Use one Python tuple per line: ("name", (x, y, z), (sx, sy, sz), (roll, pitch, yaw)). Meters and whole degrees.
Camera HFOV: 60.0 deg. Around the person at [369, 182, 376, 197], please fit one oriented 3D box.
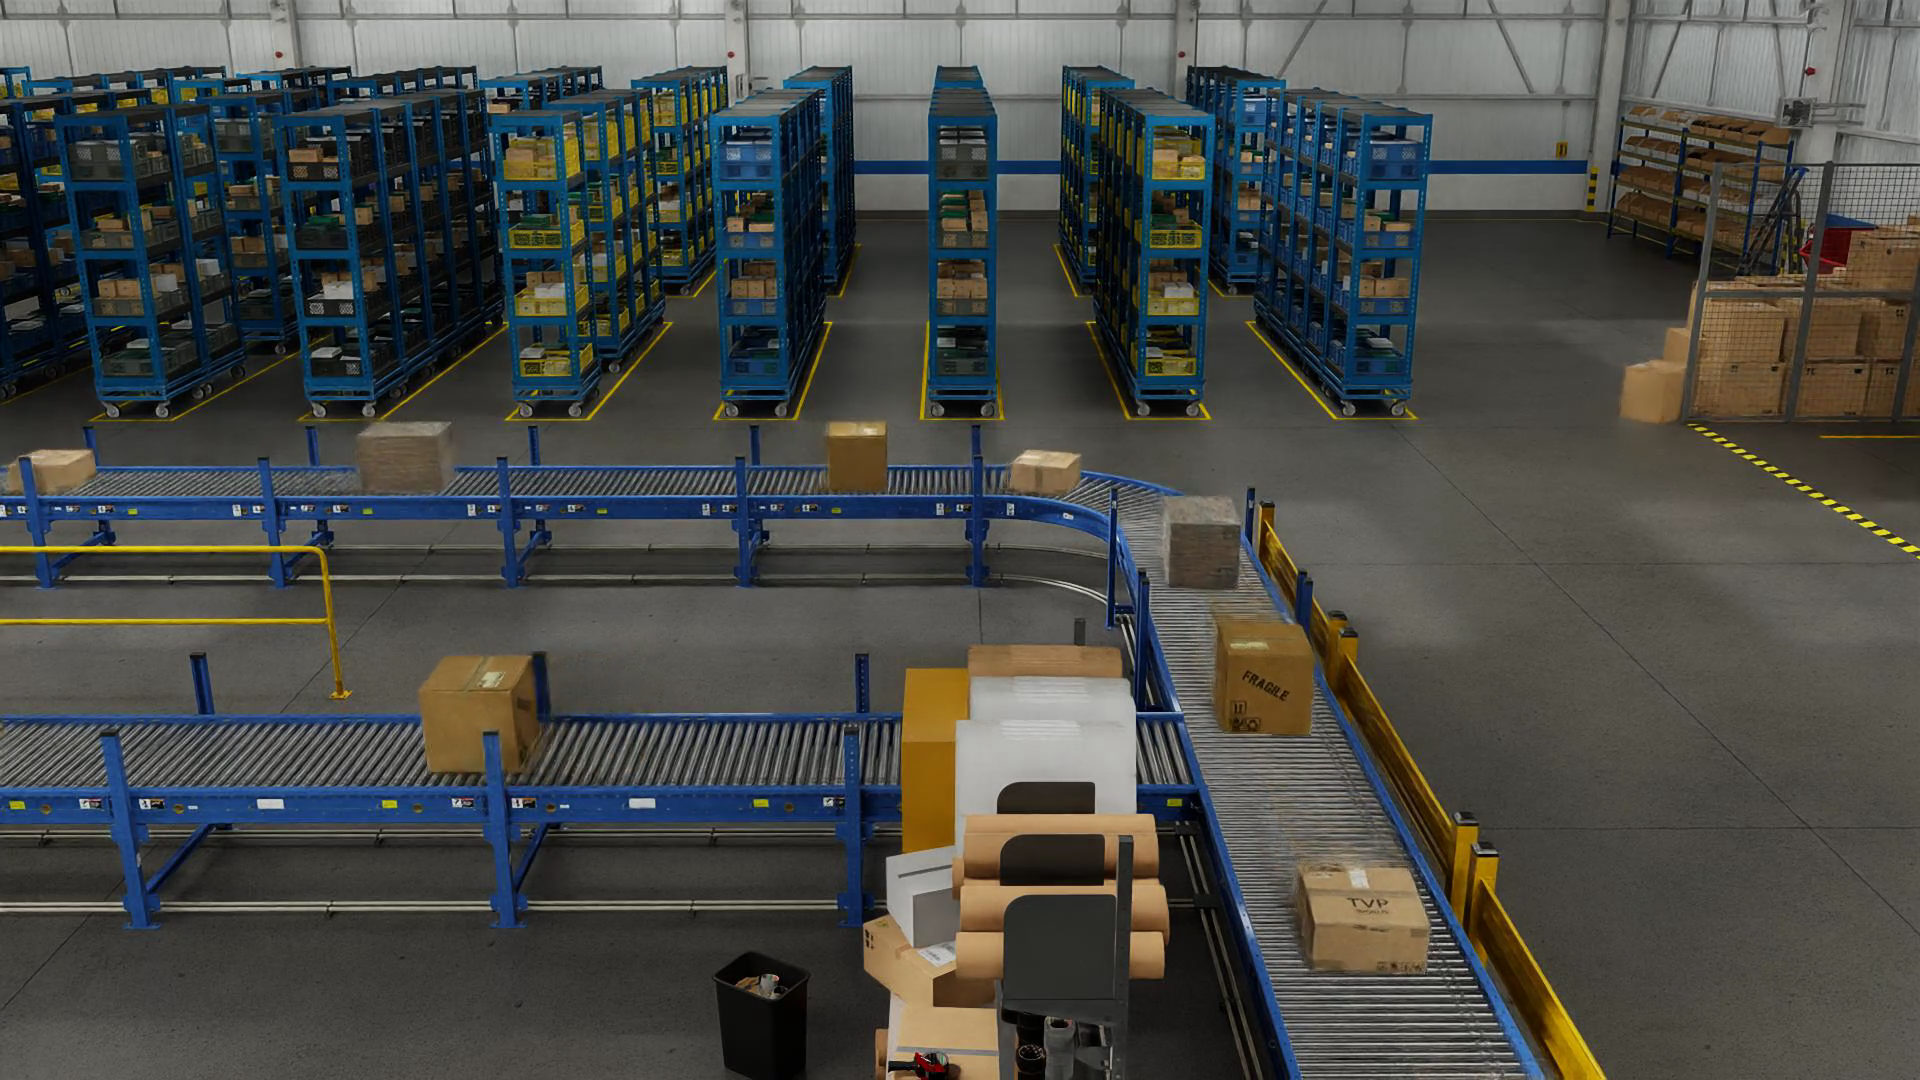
("person", (-12.765, -7.585, 36.017), (0.372, 1.840, 0.571), (15, 24, 39))
